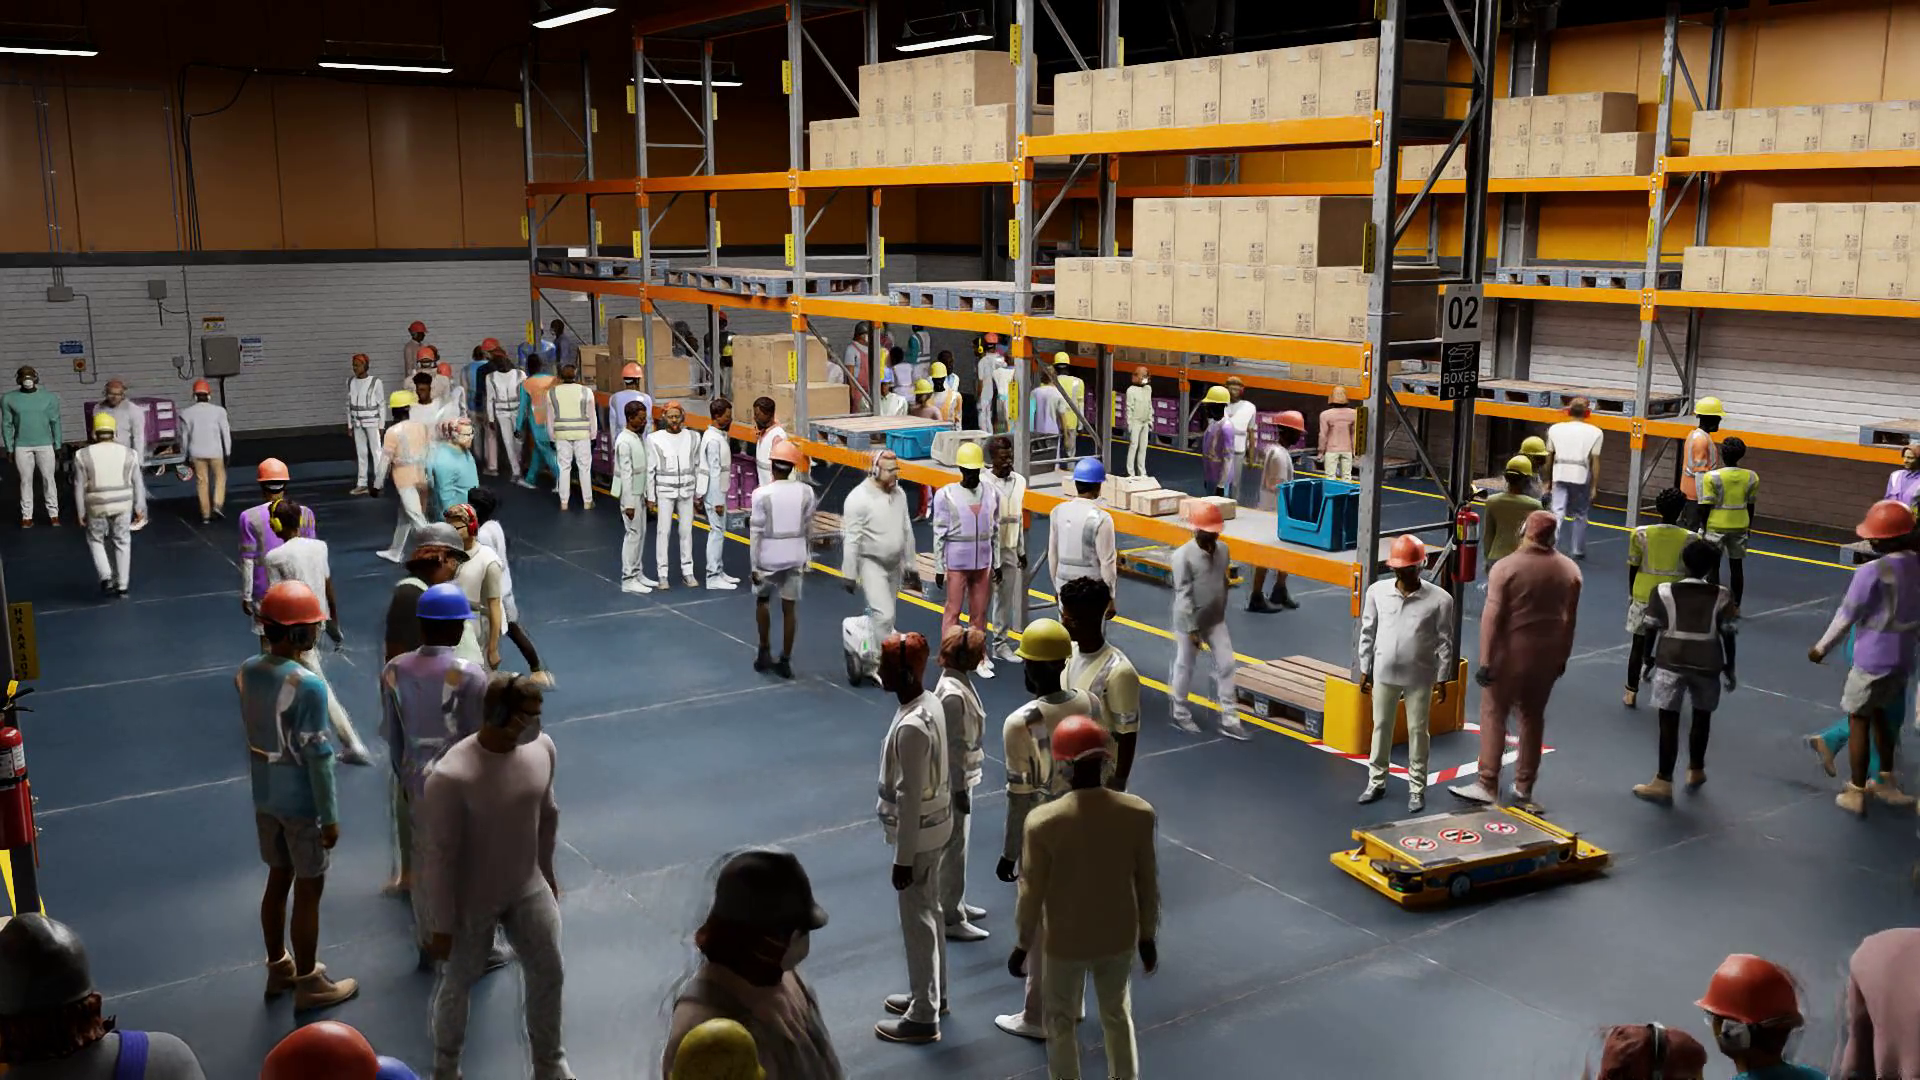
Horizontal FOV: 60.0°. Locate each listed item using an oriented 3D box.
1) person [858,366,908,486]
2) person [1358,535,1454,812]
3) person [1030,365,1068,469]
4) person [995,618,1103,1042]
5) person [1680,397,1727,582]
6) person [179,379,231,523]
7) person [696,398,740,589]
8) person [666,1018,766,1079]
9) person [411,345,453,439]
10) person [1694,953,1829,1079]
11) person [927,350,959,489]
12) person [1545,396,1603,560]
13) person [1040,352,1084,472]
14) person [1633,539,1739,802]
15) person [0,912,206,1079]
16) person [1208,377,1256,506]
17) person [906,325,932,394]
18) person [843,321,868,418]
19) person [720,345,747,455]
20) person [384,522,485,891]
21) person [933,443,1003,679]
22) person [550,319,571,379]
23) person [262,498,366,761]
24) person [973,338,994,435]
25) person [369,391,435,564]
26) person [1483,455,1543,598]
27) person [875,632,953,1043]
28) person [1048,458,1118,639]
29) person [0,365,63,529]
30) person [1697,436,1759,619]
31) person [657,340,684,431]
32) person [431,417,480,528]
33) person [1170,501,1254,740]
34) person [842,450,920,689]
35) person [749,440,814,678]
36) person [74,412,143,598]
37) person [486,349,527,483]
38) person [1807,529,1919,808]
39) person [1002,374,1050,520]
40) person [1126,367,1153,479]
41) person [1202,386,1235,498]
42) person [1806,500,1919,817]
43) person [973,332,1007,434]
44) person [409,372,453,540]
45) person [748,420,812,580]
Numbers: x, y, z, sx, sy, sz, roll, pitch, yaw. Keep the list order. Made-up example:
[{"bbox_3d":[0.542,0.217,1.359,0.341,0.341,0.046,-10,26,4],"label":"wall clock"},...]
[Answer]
[{"bbox_3d":[-0.903,-1.083,19.634,0.614,1.945,0.402,-2,11,-12],"label":"person"},{"bbox_3d":[2.762,0.824,10.375,0.574,1.747,0.335,6,13,29],"label":"person"},{"bbox_3d":[1.104,-1.288,21.002,0.543,1.832,0.406,5,12,25],"label":"person"},{"bbox_3d":[0.387,1.298,7.498,0.370,1.927,0.588,10,15,42],"label":"person"},{"bbox_3d":[7.342,-0.460,16.498,0.362,1.928,0.587,4,12,18],"label":"person"},{"bbox_3d":[-9.112,-1.075,20.133,0.571,1.740,0.400,-3,11,-15],"label":"person"},{"bbox_3d":[-2.419,-0.457,16.541,0.405,1.909,0.597,-1,11,-6],"label":"person"},{"bbox_3d":[-0.630,2.037,4.230,0.489,1.732,0.333,7,13,31],"label":"person"},{"bbox_3d":[-7.443,-1.815,23.542,0.586,1.882,0.340,-6,13,-30],"label":"person"},{"bbox_3d":[2.136,1.980,4.572,0.570,1.698,0.845,-6,13,-30],"label":"person"},{"bbox_3d":[-0.231,-1.583,22.277,0.393,1.916,0.590,9,14,38],"label":"person"},{"bbox_3d":[6.479,-0.621,17.650,0.575,1.809,0.942,7,13,33],"label":"person"},{"bbox_3d":[1.347,-1.531,22.044,0.584,1.908,0.425,1,11,5],"label":"person"},{"bbox_3d":[4.655,0.818,10.651,0.555,1.656,0.618,3,11,16],"label":"person"},{"bbox_3d":[-2.241,1.894,4.159,0.539,2.000,0.688,7,13,31],"label":"person"},{"bbox_3d":[3.173,-1.015,19.577,0.608,1.828,0.447,3,12,16],"label":"person"},{"bbox_3d":[-0.769,-3.157,30.529,0.429,1.839,0.633,6,12,27],"label":"person"},{"bbox_3d":[-1.499,-2.448,26.379,0.537,2.000,0.683,8,13,35],"label":"person"},{"bbox_3d":[-3.515,-2.112,25.453,0.487,1.735,0.336,2,11,11],"label":"person"},{"bbox_3d":[-2.955,0.885,9.324,0.533,2.000,0.845,0,11,1],"label":"person"},{"bbox_3d":[0.078,0.178,13.235,0.594,1.924,0.382,-5,12,-26],"label":"person"},{"bbox_3d":[-6.898,-2.861,28.789,0.369,1.933,0.628,-4,12,-18],"label":"person"},{"bbox_3d":[-4.454,0.613,11.337,0.998,1.810,0.537,5,12,25],"label":"person"},{"bbox_3d":[0.342,-2.133,25.242,0.333,1.860,0.510,4,12,19],"label":"person"},{"bbox_3d":[-5.826,-0.618,17.454,0.956,1.889,0.595,4,12,19],"label":"person"},{"bbox_3d":[4.535,0.181,13.657,0.338,1.761,0.524,-9,14,-39],"label":"person"},{"bbox_3d":[-0.209,1.327,7.495,0.351,1.878,0.568,0,11,2],"label":"person"},{"bbox_3d":[0.922,0.361,12.248,0.402,1.943,0.617,-10,15,-41],"label":"person"},{"bbox_3d":[-11.002,-1.102,19.751,0.633,1.940,0.368,-5,12,-26],"label":"person"},{"bbox_3d":[7.027,-0.105,15.270,0.541,1.696,0.315,-1,11,-5],"label":"person"},{"bbox_3d":[-4.594,-2.369,26.438,0.649,1.876,1.060,4,12,21],"label":"person"},{"bbox_3d":[-4.518,-0.192,15.224,0.653,1.879,0.674,1,11,5],"label":"person"},{"bbox_3d":[1.767,0.578,11.712,0.568,1.714,0.781,-7,13,-32],"label":"person"},{"bbox_3d":[-0.555,0.234,13.030,0.657,1.885,0.669,9,14,38],"label":"person"},{"bbox_3d":[-1.453,0.146,13.443,0.553,1.906,0.578,-5,12,-22],"label":"person"},{"bbox_3d":[-8.208,-0.321,16.061,0.613,1.817,0.429,-8,14,-36],"label":"person"},{"bbox_3d":[-6.268,-1.735,23.205,0.643,1.854,0.581,-3,11,-14],"label":"person"},{"bbox_3d":[5.771,0.770,10.534,0.536,1.809,0.623,-9,14,-37],"label":"person"},{"bbox_3d":[0.788,-1.125,20.207,0.585,1.809,0.814,-11,15,-43],"label":"person"},{"bbox_3d":[2.495,-1.605,23.144,0.504,1.623,0.286,-11,15,-43],"label":"person"},{"bbox_3d":[2.704,-0.664,17.532,0.354,1.930,0.587,-2,11,-8],"label":"person"},{"bbox_3d":[5.654,0.719,10.313,0.709,2.008,0.534,-5,12,-25],"label":"person"},{"bbox_3d":[0.469,-2.213,25.476,0.543,1.929,0.386,4,12,18],"label":"person"},{"bbox_3d":[-6.149,-0.997,19.288,0.620,1.916,0.997,-1,11,-4],"label":"person"},{"bbox_3d":[-1.825,-0.427,16.926,0.636,1.702,0.569,-7,13,-32],"label":"person"}]
